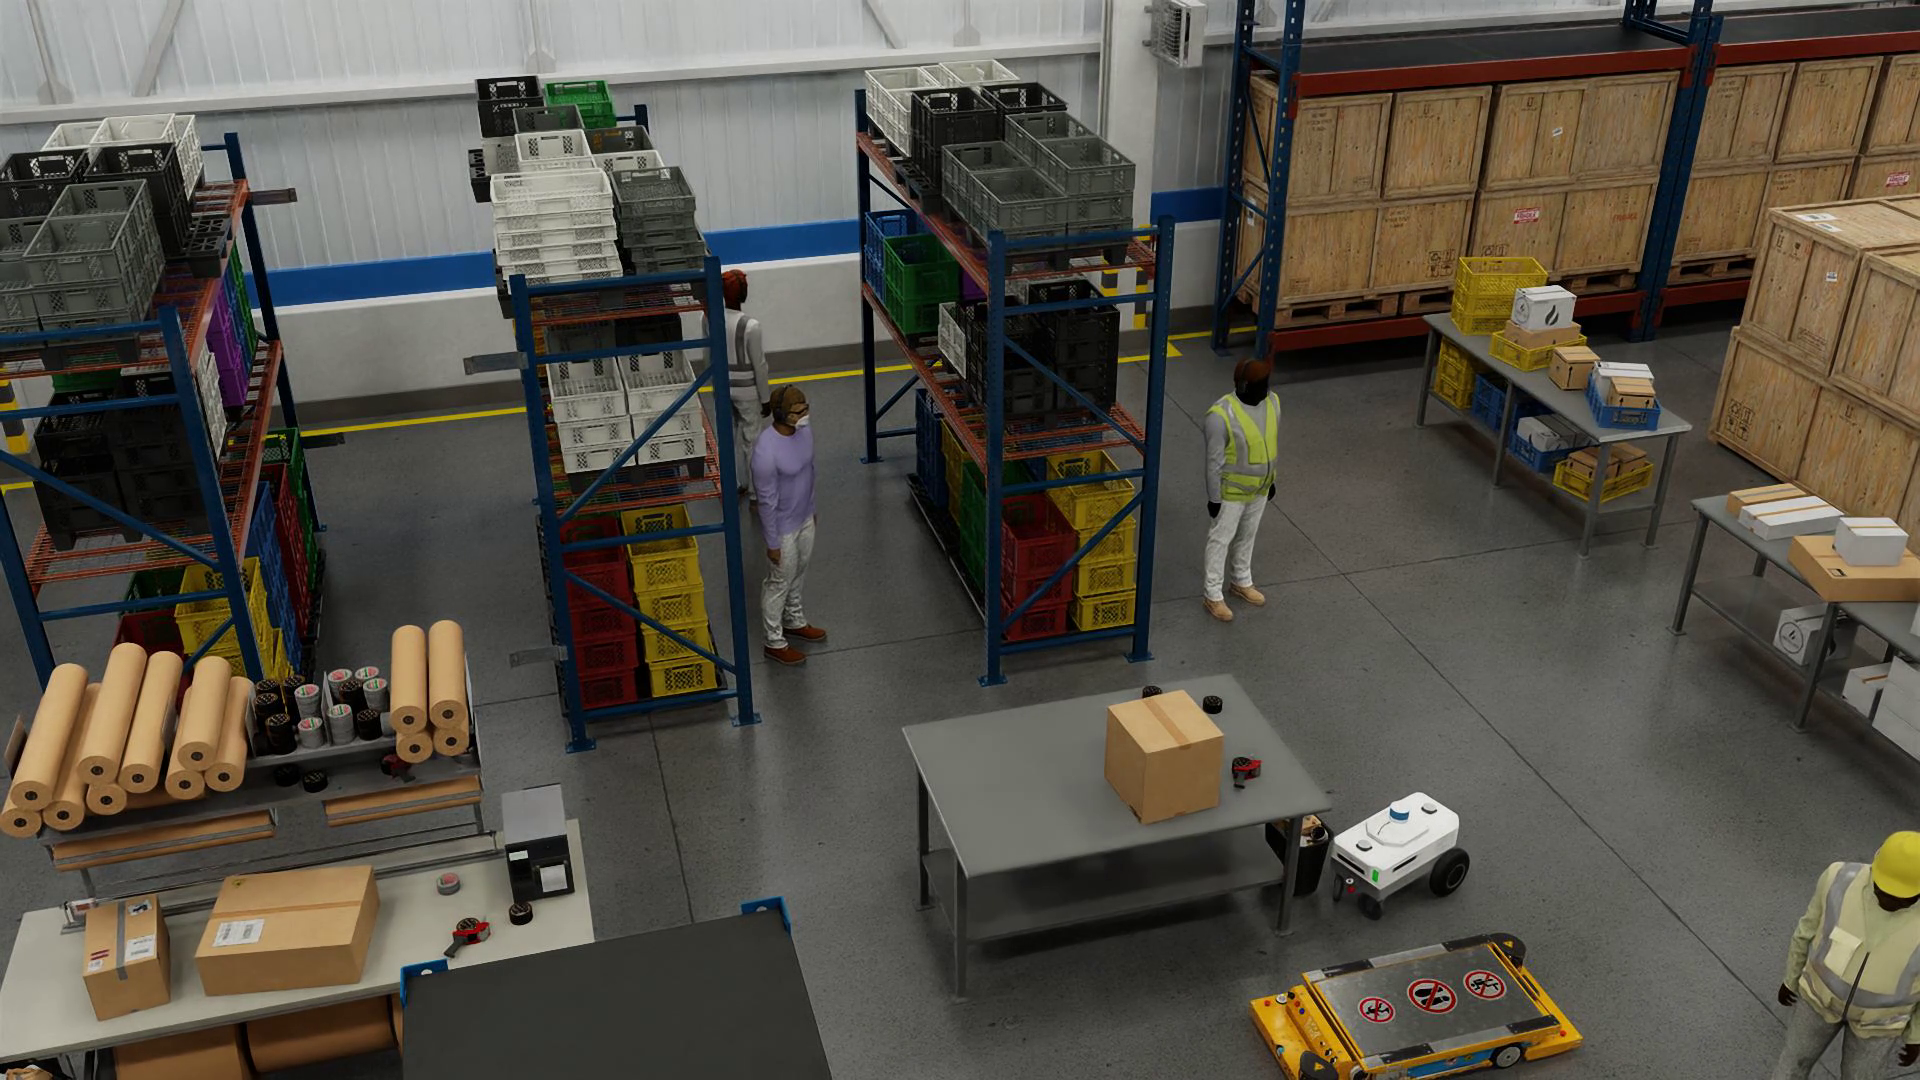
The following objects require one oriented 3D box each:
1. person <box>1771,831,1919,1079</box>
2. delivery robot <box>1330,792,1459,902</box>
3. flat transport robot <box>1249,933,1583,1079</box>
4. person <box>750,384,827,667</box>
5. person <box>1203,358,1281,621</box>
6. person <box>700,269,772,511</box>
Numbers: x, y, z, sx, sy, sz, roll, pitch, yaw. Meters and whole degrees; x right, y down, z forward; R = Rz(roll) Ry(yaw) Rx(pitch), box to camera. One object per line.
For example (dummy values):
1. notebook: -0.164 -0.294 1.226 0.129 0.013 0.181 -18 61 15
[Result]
1. person: 3.758 1.946 6.991 0.588 1.823 0.403 22 36 34
2. delivery robot: 2.305 1.607 8.822 0.707 0.478 0.477 -20 34 -31
3. flat transport robot: 2.184 2.282 7.980 1.431 0.197 0.652 -8 30 -14
4. person: -1.095 -0.108 10.621 0.364 1.932 0.626 11 31 19
5. person: 1.895 -0.355 11.160 0.628 1.843 0.429 -21 35 -33
6. person: -1.656 -1.125 12.517 0.573 1.883 0.353 18 33 29
